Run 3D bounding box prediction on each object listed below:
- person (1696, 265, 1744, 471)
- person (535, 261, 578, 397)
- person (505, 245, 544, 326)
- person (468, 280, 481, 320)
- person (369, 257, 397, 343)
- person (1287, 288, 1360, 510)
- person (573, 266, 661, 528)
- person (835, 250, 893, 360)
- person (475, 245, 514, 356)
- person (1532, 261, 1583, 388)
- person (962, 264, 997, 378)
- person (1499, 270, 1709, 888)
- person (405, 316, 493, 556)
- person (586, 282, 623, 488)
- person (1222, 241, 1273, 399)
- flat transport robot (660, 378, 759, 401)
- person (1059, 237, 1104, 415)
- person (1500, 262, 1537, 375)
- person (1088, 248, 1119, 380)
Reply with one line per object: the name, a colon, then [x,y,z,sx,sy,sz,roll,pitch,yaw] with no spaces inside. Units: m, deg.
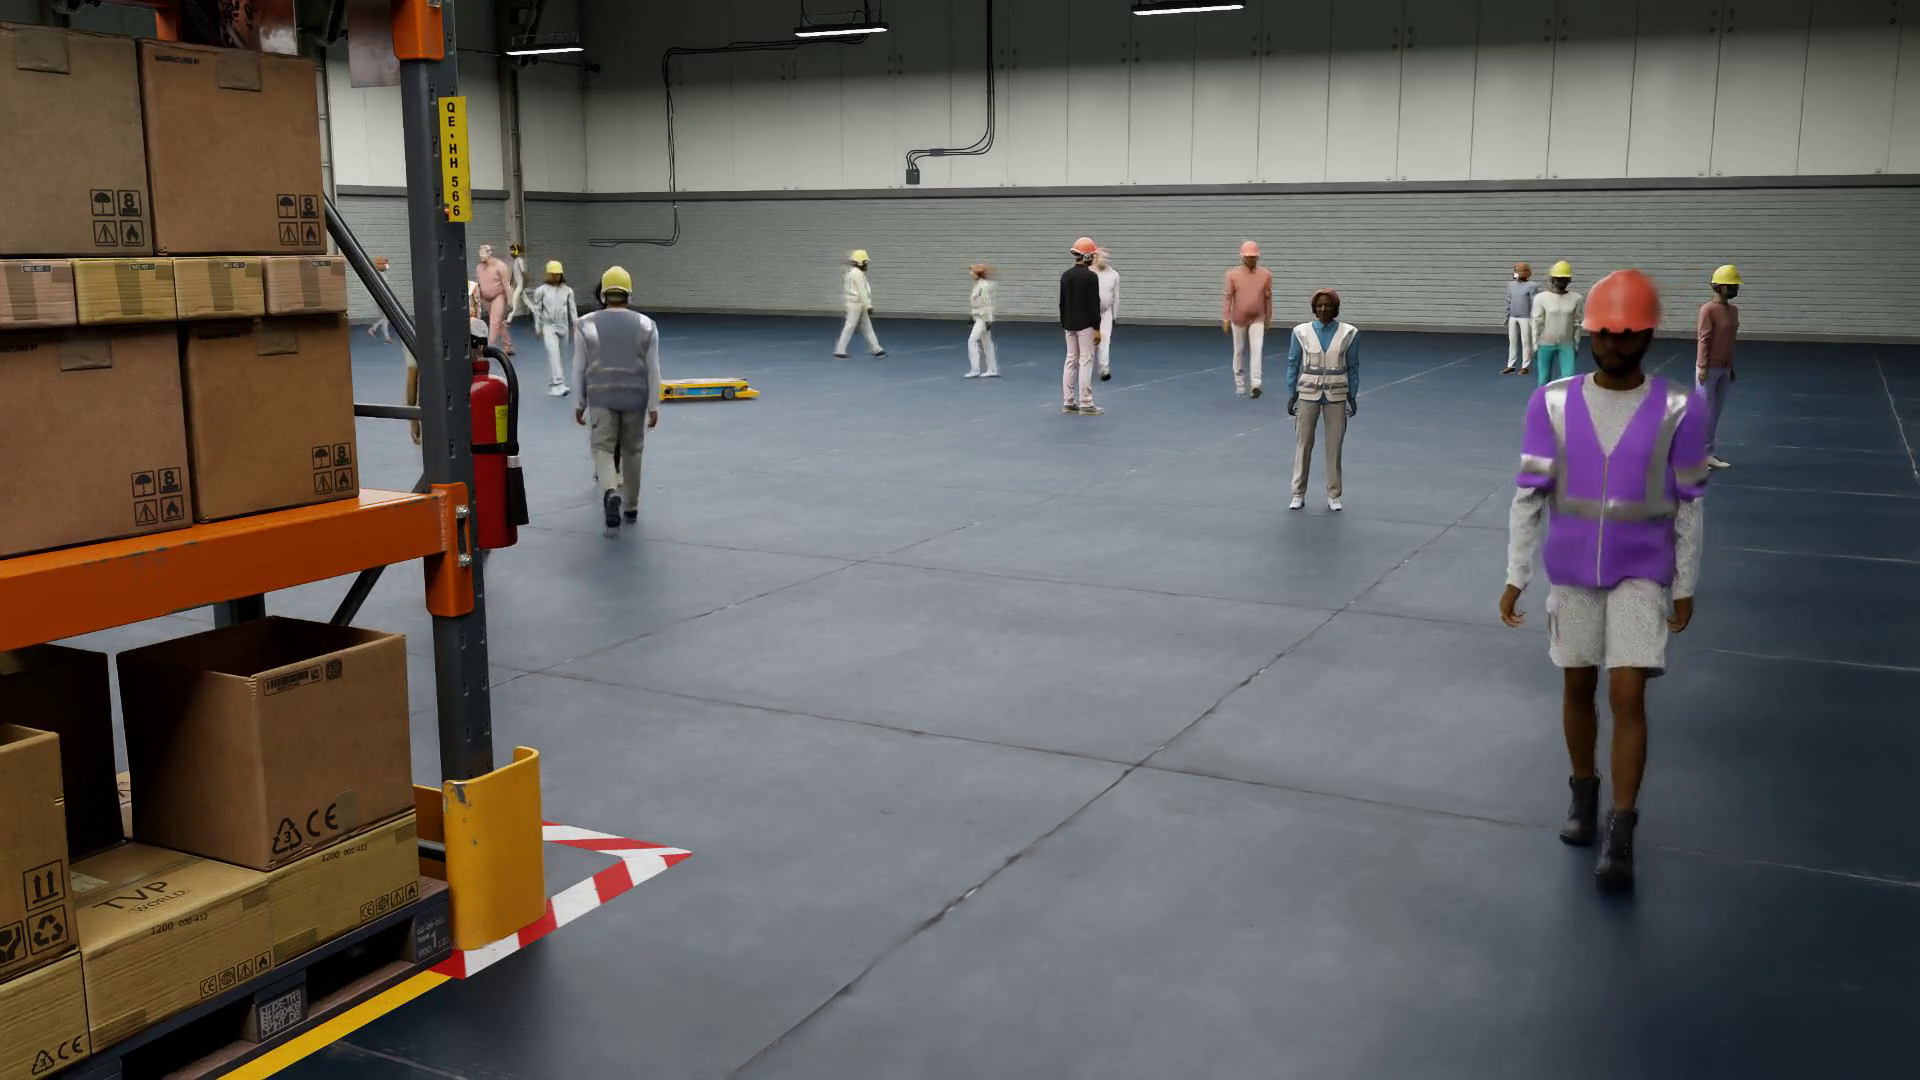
person: [6.563,-1.486,14.397,0.533,1.767,0.325,-8,13,-37]
person: [-5.027,-2.636,20.837,0.508,1.689,0.889,-7,13,-34]
person: [-9.822,-5.677,37.156,1.032,1.817,0.491,-4,11,-23]
person: [-7.150,-3.157,23.902,0.529,1.627,0.322,-3,11,-16]
person: [-10.843,-4.487,31.168,0.431,1.621,0.504,-1,10,-6]
person: [2.672,-1.032,12.270,0.522,1.638,0.309,2,11,11]
person: [-2.356,-0.975,11.476,0.594,1.813,0.731,-3,11,-15]
person: [-1.600,-3.800,26.997,0.952,1.779,0.603,-1,10,-3]
person: [-7.776,-3.942,27.553,0.656,1.850,0.990,7,12,32]
person: [6.240,-2.020,17.370,0.525,1.745,0.670,1,10,8]
person: [0.249,-3.105,23.623,0.652,1.611,0.554,-1,10,-7]
person: [2.025,0.117,5.276,0.561,1.906,0.842,6,12,30]
person: [-3.125,-0.764,10.307,0.554,1.818,0.739,-1,10,-6]
person: [-2.780,-1.252,13.341,0.544,1.677,0.408,2,11,13]
person: [3.596,-2.754,20.831,0.639,1.932,1.080,0,10,2]
flat transport robot: [-3.267,-1.871,20.573,1.431,0.197,0.652,-5,11,-25]
person: [1.383,-2.413,18.826,0.384,1.993,0.622,-8,13,-36]
person: [8.157,-3.224,24.237,0.280,1.631,0.504,-7,13,-34]
person: [1.920,-3.181,23.420,0.670,1.848,1.013,-1,10,-6]
